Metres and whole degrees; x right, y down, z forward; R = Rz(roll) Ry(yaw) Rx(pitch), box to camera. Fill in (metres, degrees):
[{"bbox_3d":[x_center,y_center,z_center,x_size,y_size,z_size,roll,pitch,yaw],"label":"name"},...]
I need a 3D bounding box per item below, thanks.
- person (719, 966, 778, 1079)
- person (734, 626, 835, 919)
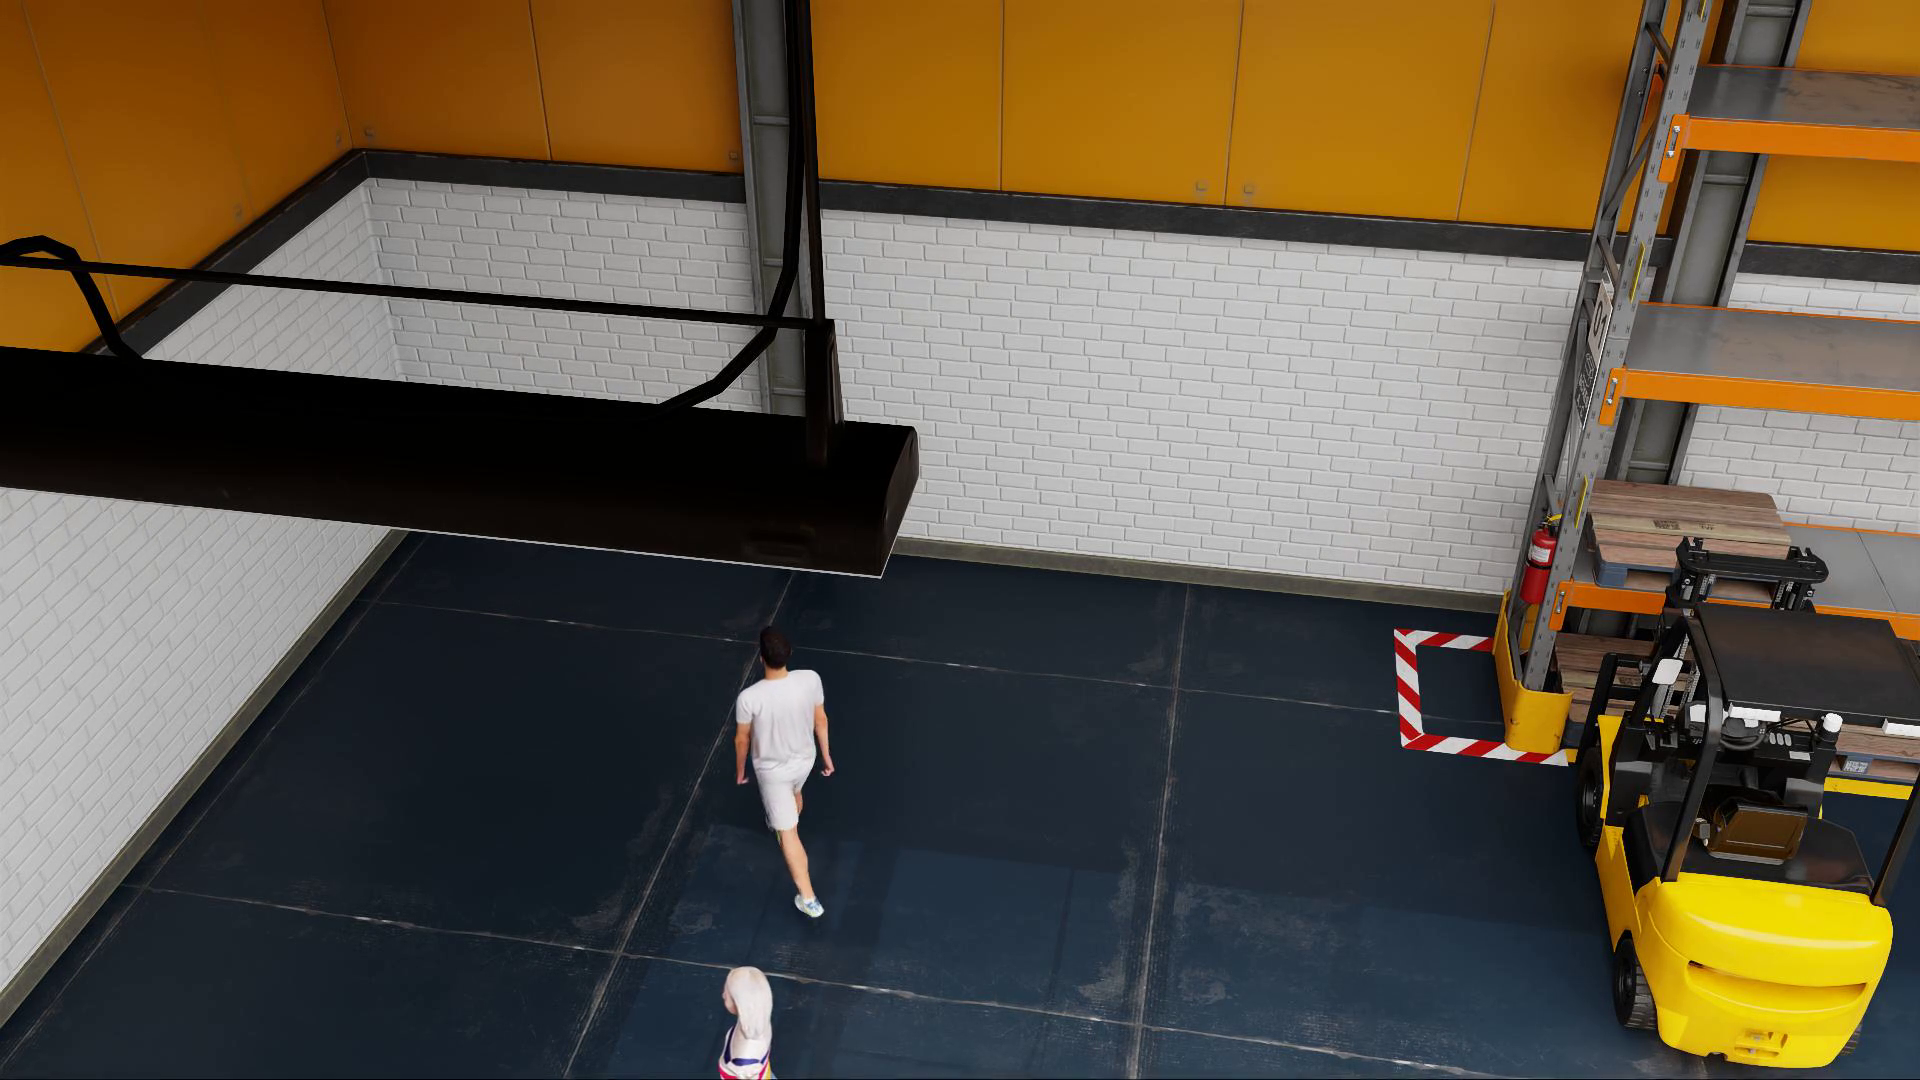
[{"bbox_3d":[-0.932,2.602,7.624,0.569,1.809,0.688,0,34,0],"label":"person"},{"bbox_3d":[-0.971,1.343,9.515,1.260,1.814,1.255,-17,37,-24],"label":"person"}]
